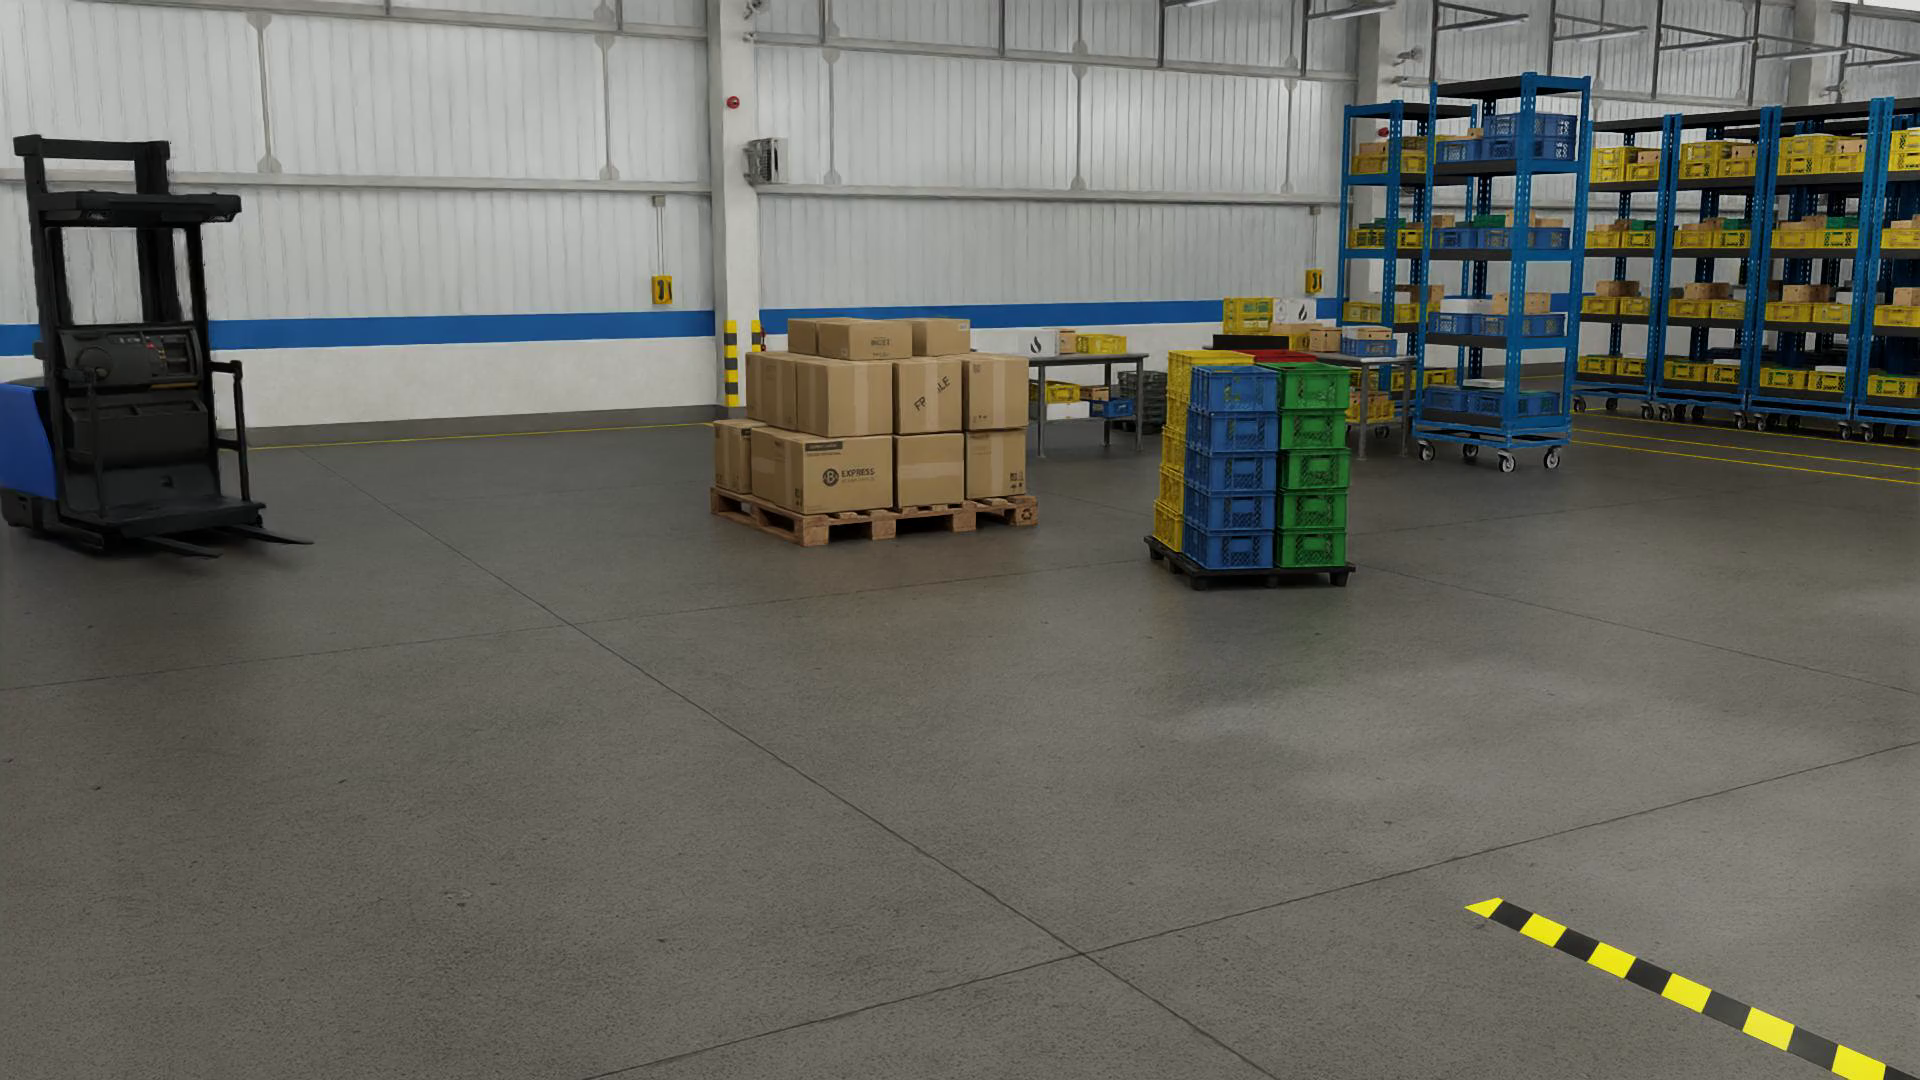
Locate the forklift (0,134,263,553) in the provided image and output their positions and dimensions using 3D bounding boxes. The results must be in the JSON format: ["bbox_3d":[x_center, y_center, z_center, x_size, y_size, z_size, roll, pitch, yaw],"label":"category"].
[{"bbox_3d":[-6.072,-1.447,11.867,1.873,2.768,1.129,8,13,40],"label":"forklift"}]
